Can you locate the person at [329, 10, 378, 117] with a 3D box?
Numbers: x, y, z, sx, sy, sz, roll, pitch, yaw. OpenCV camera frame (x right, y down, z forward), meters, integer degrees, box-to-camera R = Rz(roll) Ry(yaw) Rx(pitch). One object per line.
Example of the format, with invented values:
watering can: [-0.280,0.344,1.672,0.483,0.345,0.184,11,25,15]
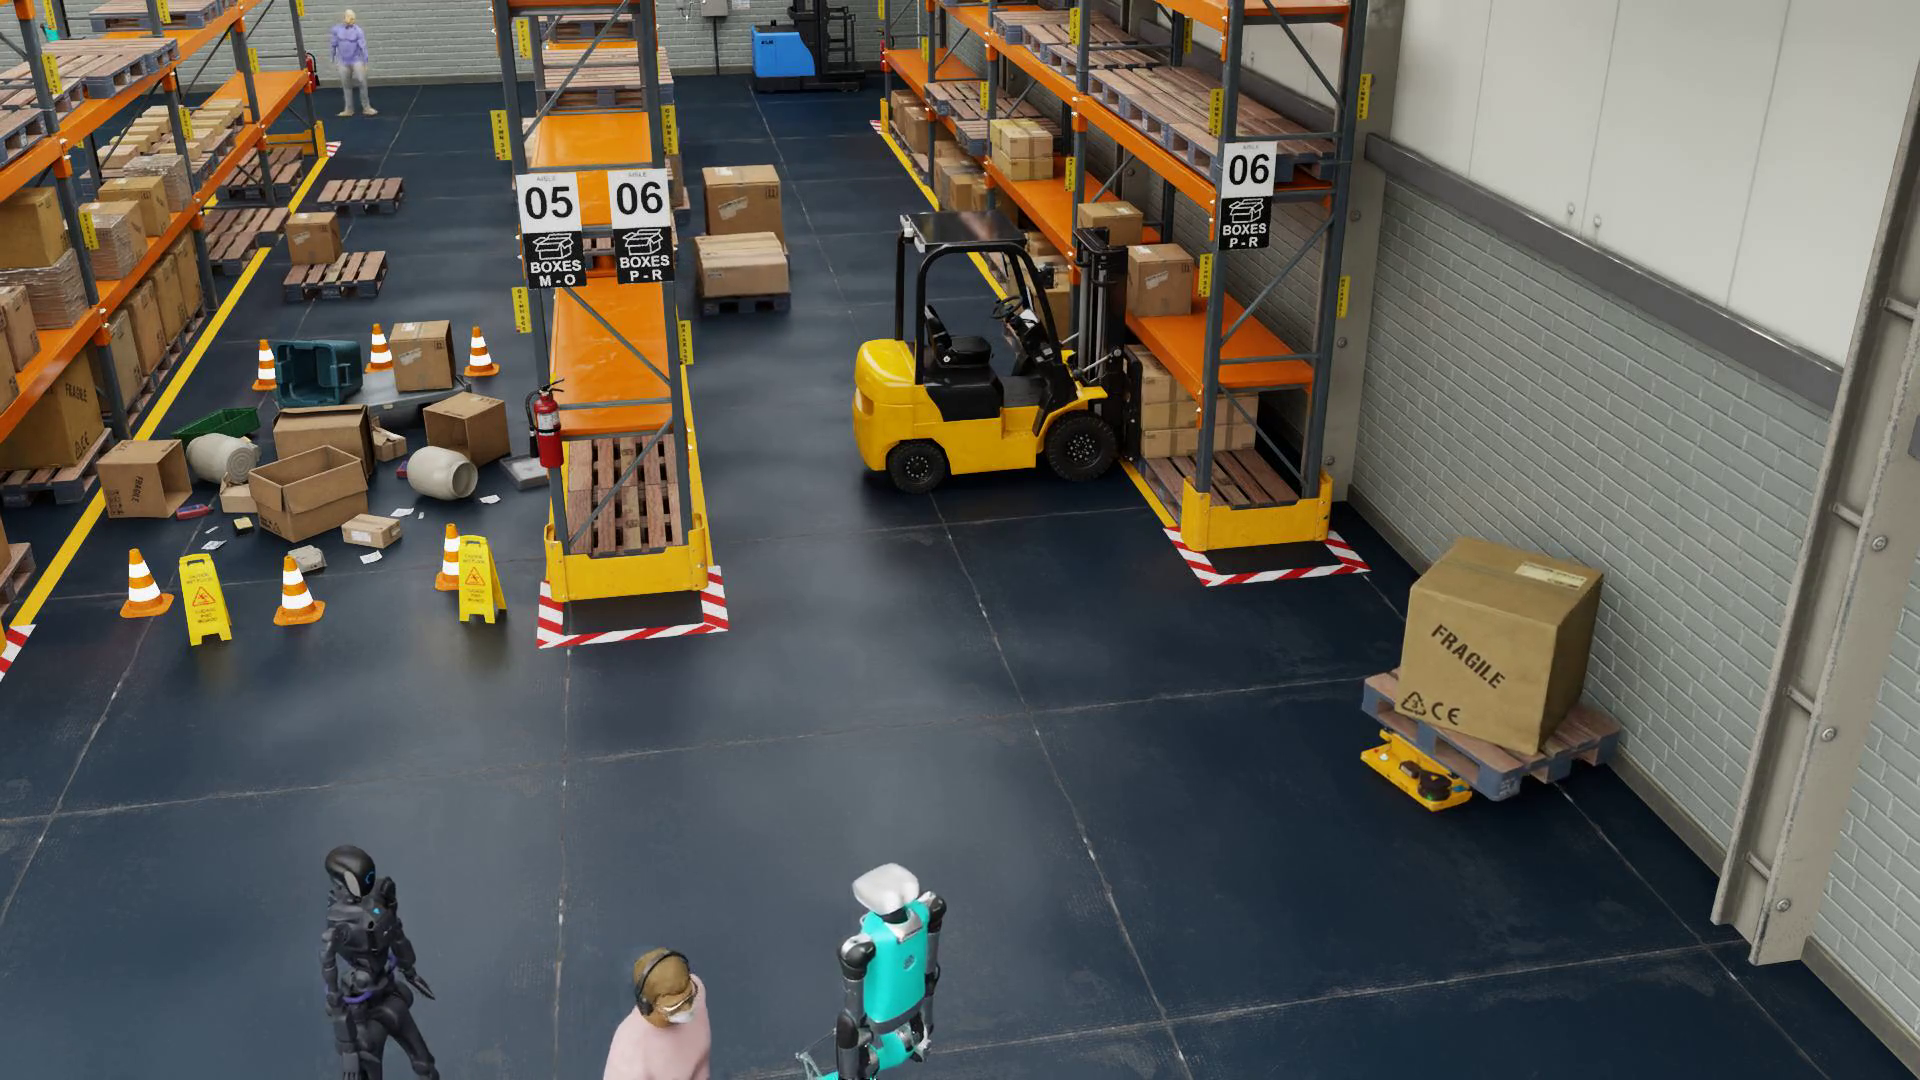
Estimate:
person: [-10.367,-8.104,28.283,0.669,1.768,0.378,-3,26,-5]

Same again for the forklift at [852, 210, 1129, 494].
forklift: [0.216,-1.659,14.366,2.313,2.155,1.214,-5,26,-10]

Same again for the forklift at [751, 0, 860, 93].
forklift: [-2.872,-9.679,30.288,1.873,2.768,1.129,-5,26,-10]

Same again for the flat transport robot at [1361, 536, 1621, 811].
flat transport robot: [3.292,1.290,10.442,1.431,0.231,0.659,-13,29,-25]

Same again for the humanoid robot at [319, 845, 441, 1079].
humanoid robot: [-2.551,2.040,7.273,0.610,1.637,0.610,6,26,12]

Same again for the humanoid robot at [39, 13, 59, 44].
humanoid robot: [-15.031,-8.084,28.270,0.538,1.789,0.787,12,28,23]

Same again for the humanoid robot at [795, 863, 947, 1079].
humanoid robot: [-0.428,2.064,7.075,0.665,1.740,0.538,23,34,39]

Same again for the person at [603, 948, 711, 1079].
person: [-1.176,2.315,6.428,0.830,1.909,0.633,8,27,16]
